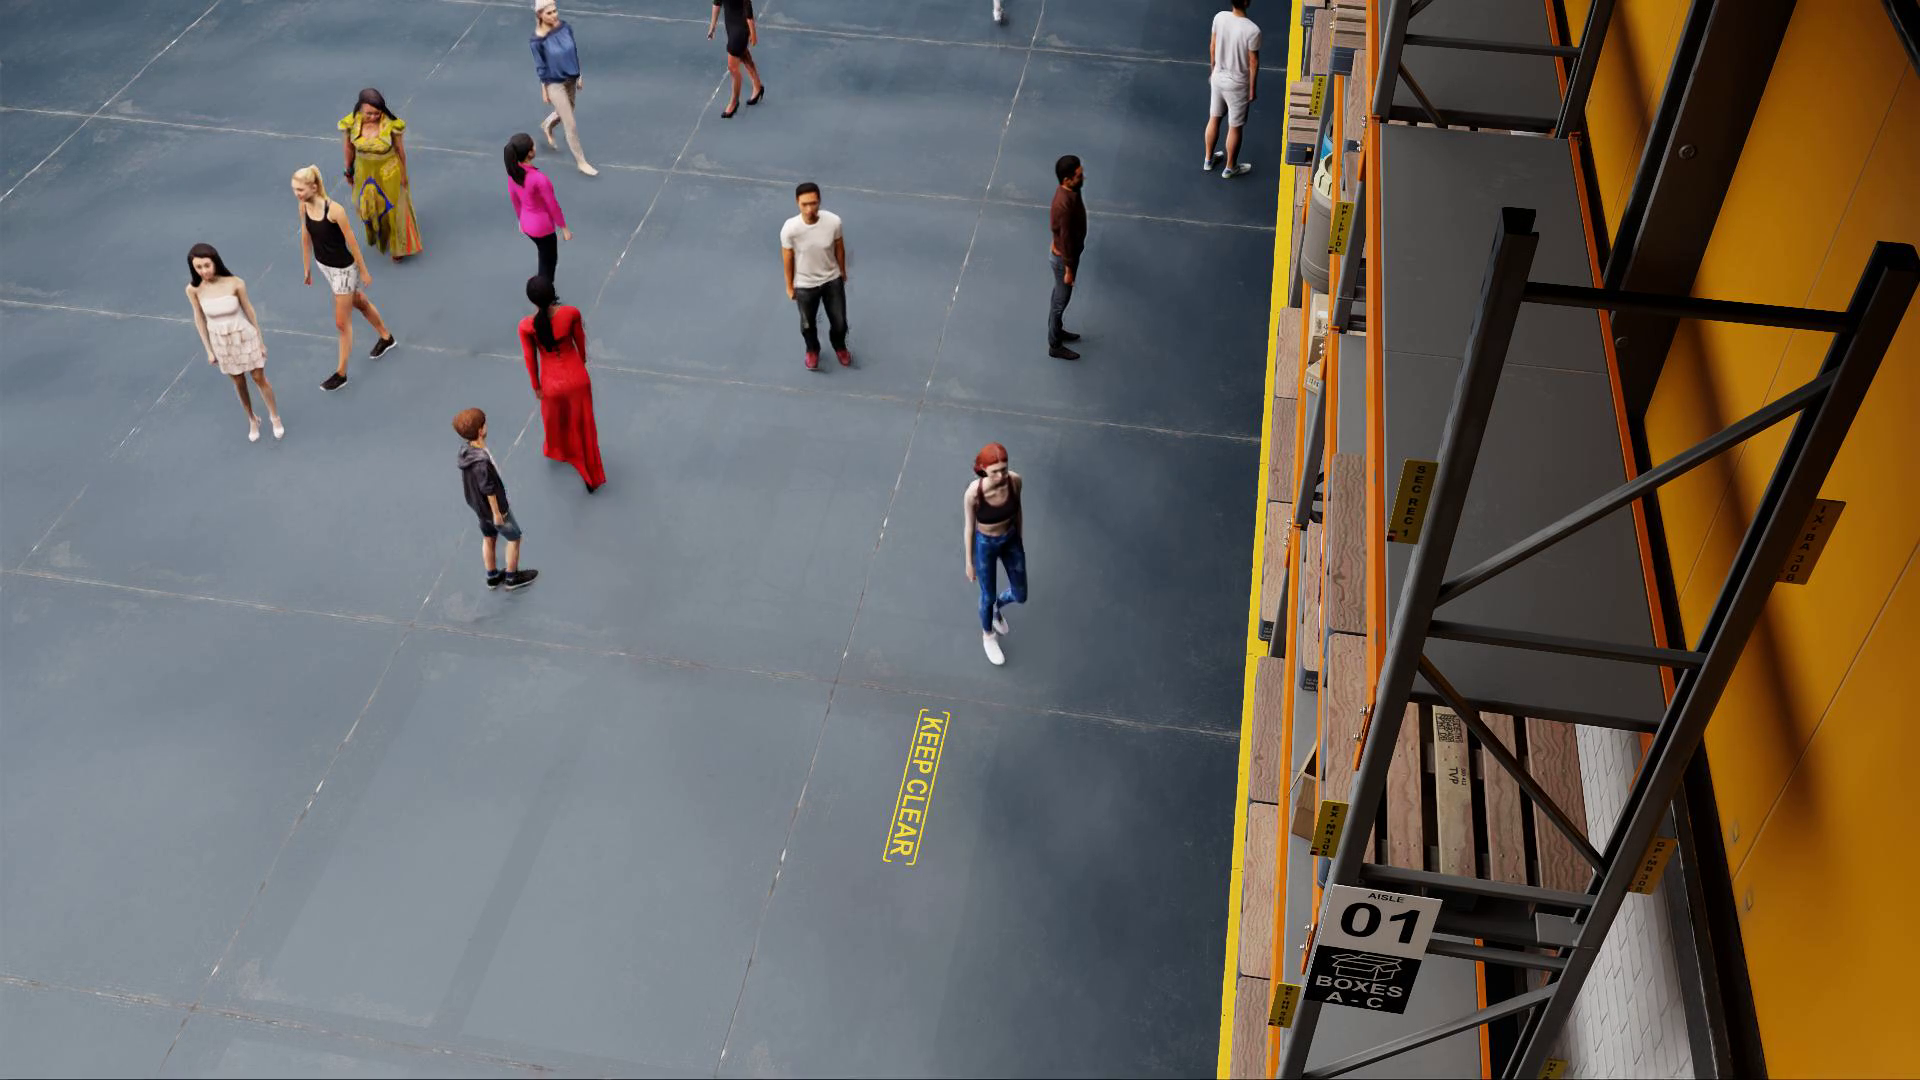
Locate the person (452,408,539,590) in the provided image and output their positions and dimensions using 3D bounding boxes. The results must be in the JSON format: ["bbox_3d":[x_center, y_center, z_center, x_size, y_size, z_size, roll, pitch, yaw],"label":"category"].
[{"bbox_3d":[-3.214,-0.236,11.278,0.728,1.427,0.673,-18,46,-18],"label":"person"}]

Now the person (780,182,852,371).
[{"bbox_3d":[-1.108,-2.057,12.943,0.788,1.778,0.831,-9,44,-10],"label":"person"}]

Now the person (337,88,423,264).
[{"bbox_3d":[-4.943,-3.170,14.218,0.950,1.631,1.023,-5,44,-5],"label":"person"}]

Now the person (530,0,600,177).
[{"bbox_3d":[-3.722,-4.199,15.269,1.001,1.672,1.103,27,50,26],"label":"person"}]

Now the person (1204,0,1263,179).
[{"bbox_3d":[2.462,-4.183,15.110,0.800,1.855,0.773,-33,52,-30],"label":"person"}]

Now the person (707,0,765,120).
[{"bbox_3d":[-2.072,-4.941,16.054,0.924,1.652,0.846,-28,50,-26],"label":"person"}]

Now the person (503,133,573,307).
[{"bbox_3d":[-3.473,-2.474,13.448,0.708,1.684,0.749,31,51,28],"label":"person"}]

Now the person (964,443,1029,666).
[{"bbox_3d":[0.190,0.035,10.746,0.747,1.779,0.808,-19,47,-18],"label":"person"}]

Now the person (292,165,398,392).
[{"bbox_3d":[-4.797,-2.165,13.032,0.845,1.801,1.162,20,47,19],"label":"person"}]

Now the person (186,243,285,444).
[{"bbox_3d":[-5.366,-1.461,12.341,0.654,1.735,0.659,-11,45,-12],"label":"person"}]

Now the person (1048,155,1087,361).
[{"bbox_3d":[0.823,-2.241,13.125,0.718,1.782,0.484,4,44,4],"label":"person"}]

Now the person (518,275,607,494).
[{"bbox_3d":[-2.817,-1.065,11.915,0.934,1.759,1.092,-15,46,-15],"label":"person"}]
